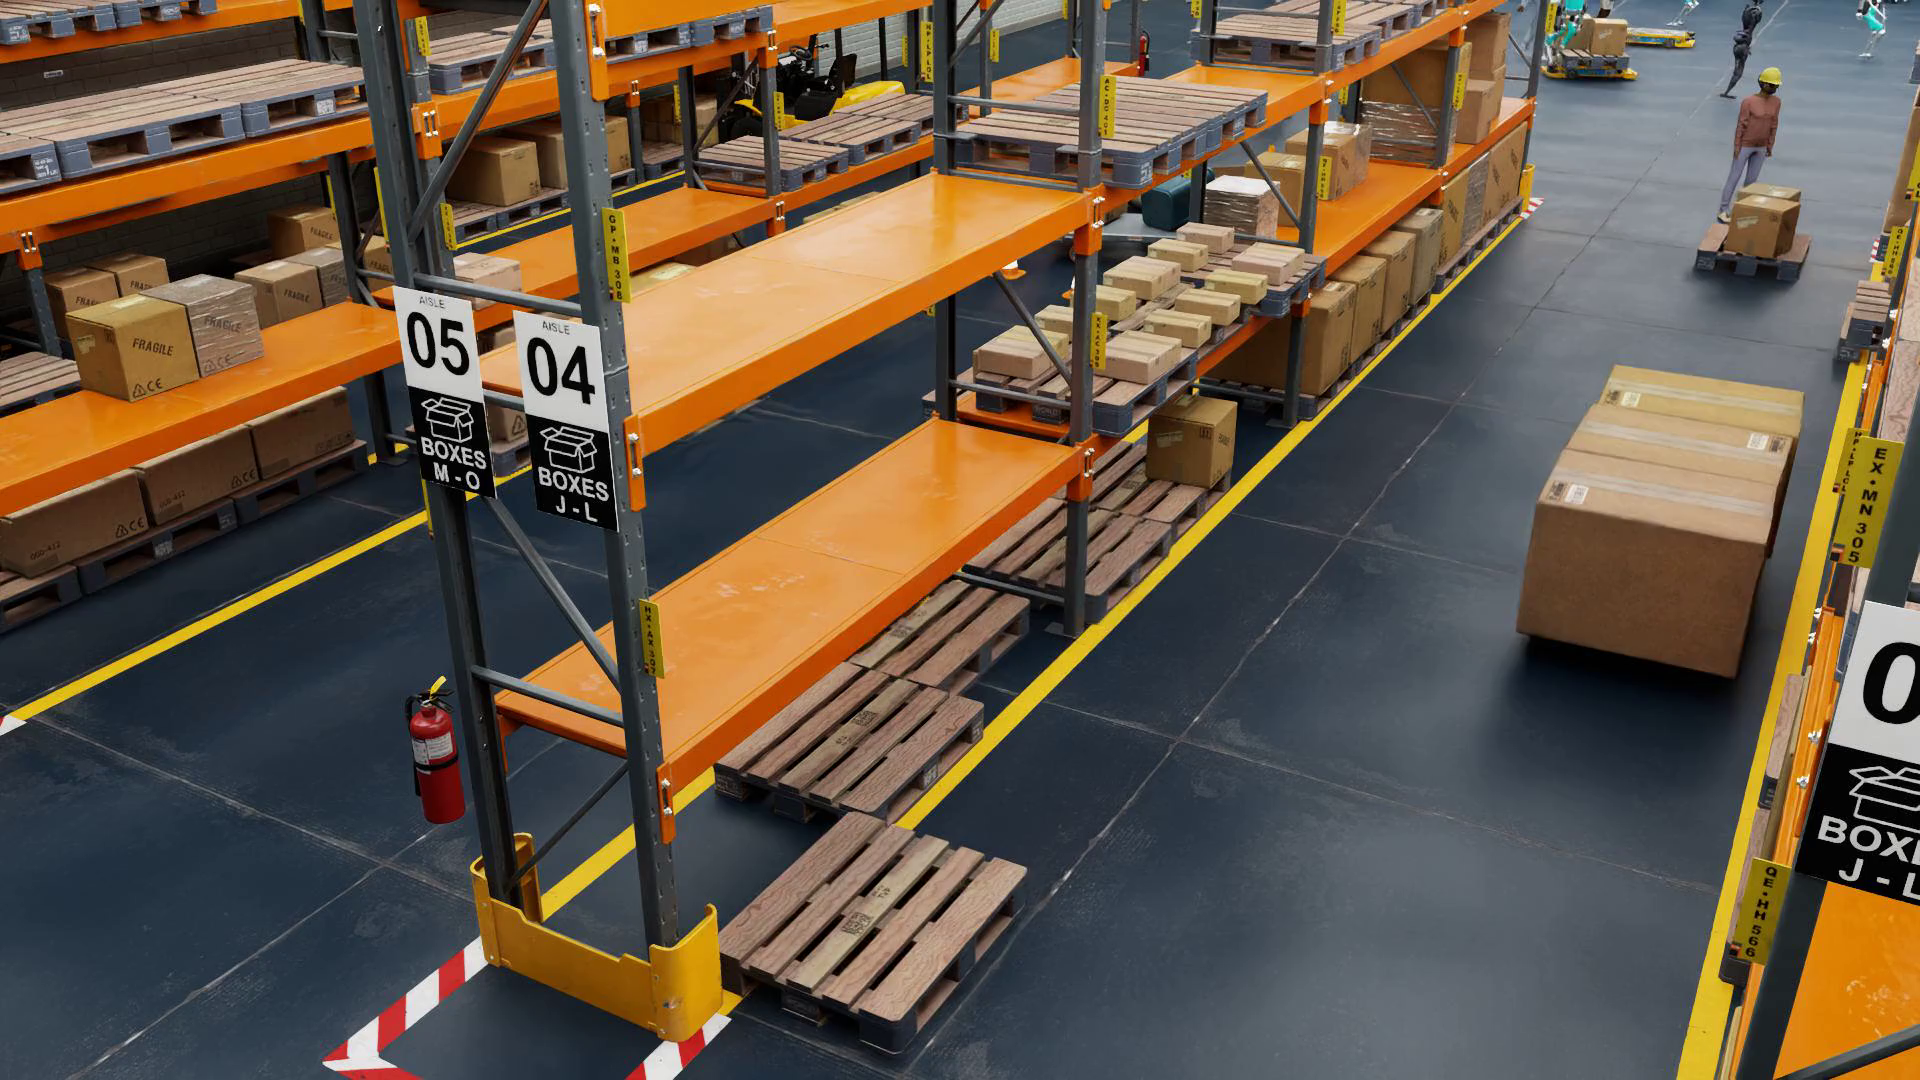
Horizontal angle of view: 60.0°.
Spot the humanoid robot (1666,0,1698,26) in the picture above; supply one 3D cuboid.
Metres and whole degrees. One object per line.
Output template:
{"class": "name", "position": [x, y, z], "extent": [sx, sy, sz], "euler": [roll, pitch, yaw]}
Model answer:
{"class": "humanoid robot", "position": [13.791, -10.611, 31.543], "extent": [0.533, 1.677, 0.735], "euler": [-15, 30, -29]}

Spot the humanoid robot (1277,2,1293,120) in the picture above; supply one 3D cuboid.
{"class": "humanoid robot", "position": [4.677, -6.958, 24.195], "extent": [0.432, 1.657, 0.602], "euler": [-10, 27, -20]}

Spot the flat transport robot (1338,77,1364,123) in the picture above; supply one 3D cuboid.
{"class": "flat transport robot", "position": [6.180, -5.974, 23.756], "extent": [0.659, 0.231, 1.431], "euler": [-18, 31, -32]}

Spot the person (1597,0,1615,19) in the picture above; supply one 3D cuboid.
{"class": "person", "position": [11.767, -9.968, 30.100], "extent": [0.368, 1.966, 0.605], "euler": [5, 26, 9]}

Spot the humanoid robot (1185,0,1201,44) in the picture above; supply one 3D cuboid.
{"class": "humanoid robot", "position": [4.451, -9.909, 30.276], "extent": [0.802, 1.805, 0.547], "euler": [-18, 31, -33]}

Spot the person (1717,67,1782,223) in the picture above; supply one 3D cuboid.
{"class": "person", "position": [9.049, -4.488, 18.952], "extent": [0.523, 1.761, 0.344], "euler": [-6, 26, -13]}

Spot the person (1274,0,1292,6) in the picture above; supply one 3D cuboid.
{"class": "person", "position": [6.609, -11.320, 32.973], "extent": [0.548, 1.912, 0.655], "euler": [7, 27, 14]}

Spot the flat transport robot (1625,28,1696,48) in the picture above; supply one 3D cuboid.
{"class": "flat transport robot", "position": [12.683, -9.200, 30.459], "extent": [1.431, 0.231, 0.659], "euler": [11, 28, 21]}

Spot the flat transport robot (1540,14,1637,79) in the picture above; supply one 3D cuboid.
{"class": "flat transport robot", "position": [10.404, -7.803, 27.556], "extent": [1.431, 0.231, 0.659], "euler": [2, 26, 5]}

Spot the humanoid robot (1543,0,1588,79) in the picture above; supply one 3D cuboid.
{"class": "humanoid robot", "position": [9.807, -8.386, 27.123], "extent": [0.532, 1.823, 0.748], "euler": [-8, 27, -16]}

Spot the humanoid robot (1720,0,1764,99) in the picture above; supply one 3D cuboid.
{"class": "humanoid robot", "position": [12.049, -7.641, 25.615], "extent": [0.418, 1.638, 0.610], "euler": [7, 27, 14]}

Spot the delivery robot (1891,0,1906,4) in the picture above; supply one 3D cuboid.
{"class": "delivery robot", "position": [19.824, -11.693, 35.329], "extent": [0.816, 0.612, 0.499], "euler": [-16, 30, -29]}

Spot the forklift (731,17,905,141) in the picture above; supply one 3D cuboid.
{"class": "forklift", "position": [-1.819, -5.975, 21.543], "extent": [2.313, 2.155, 1.214], "euler": [14, 29, 26]}

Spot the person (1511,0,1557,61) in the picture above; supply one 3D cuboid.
{"class": "person", "position": [10.025, -9.310, 28.844], "extent": [0.622, 1.857, 0.988], "euler": [-21, 33, -37]}

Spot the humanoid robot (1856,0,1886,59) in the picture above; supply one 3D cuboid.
{"class": "humanoid robot", "position": [15.731, -9.038, 28.503], "extent": [0.539, 1.839, 0.771], "euler": [-15, 29, -28]}
